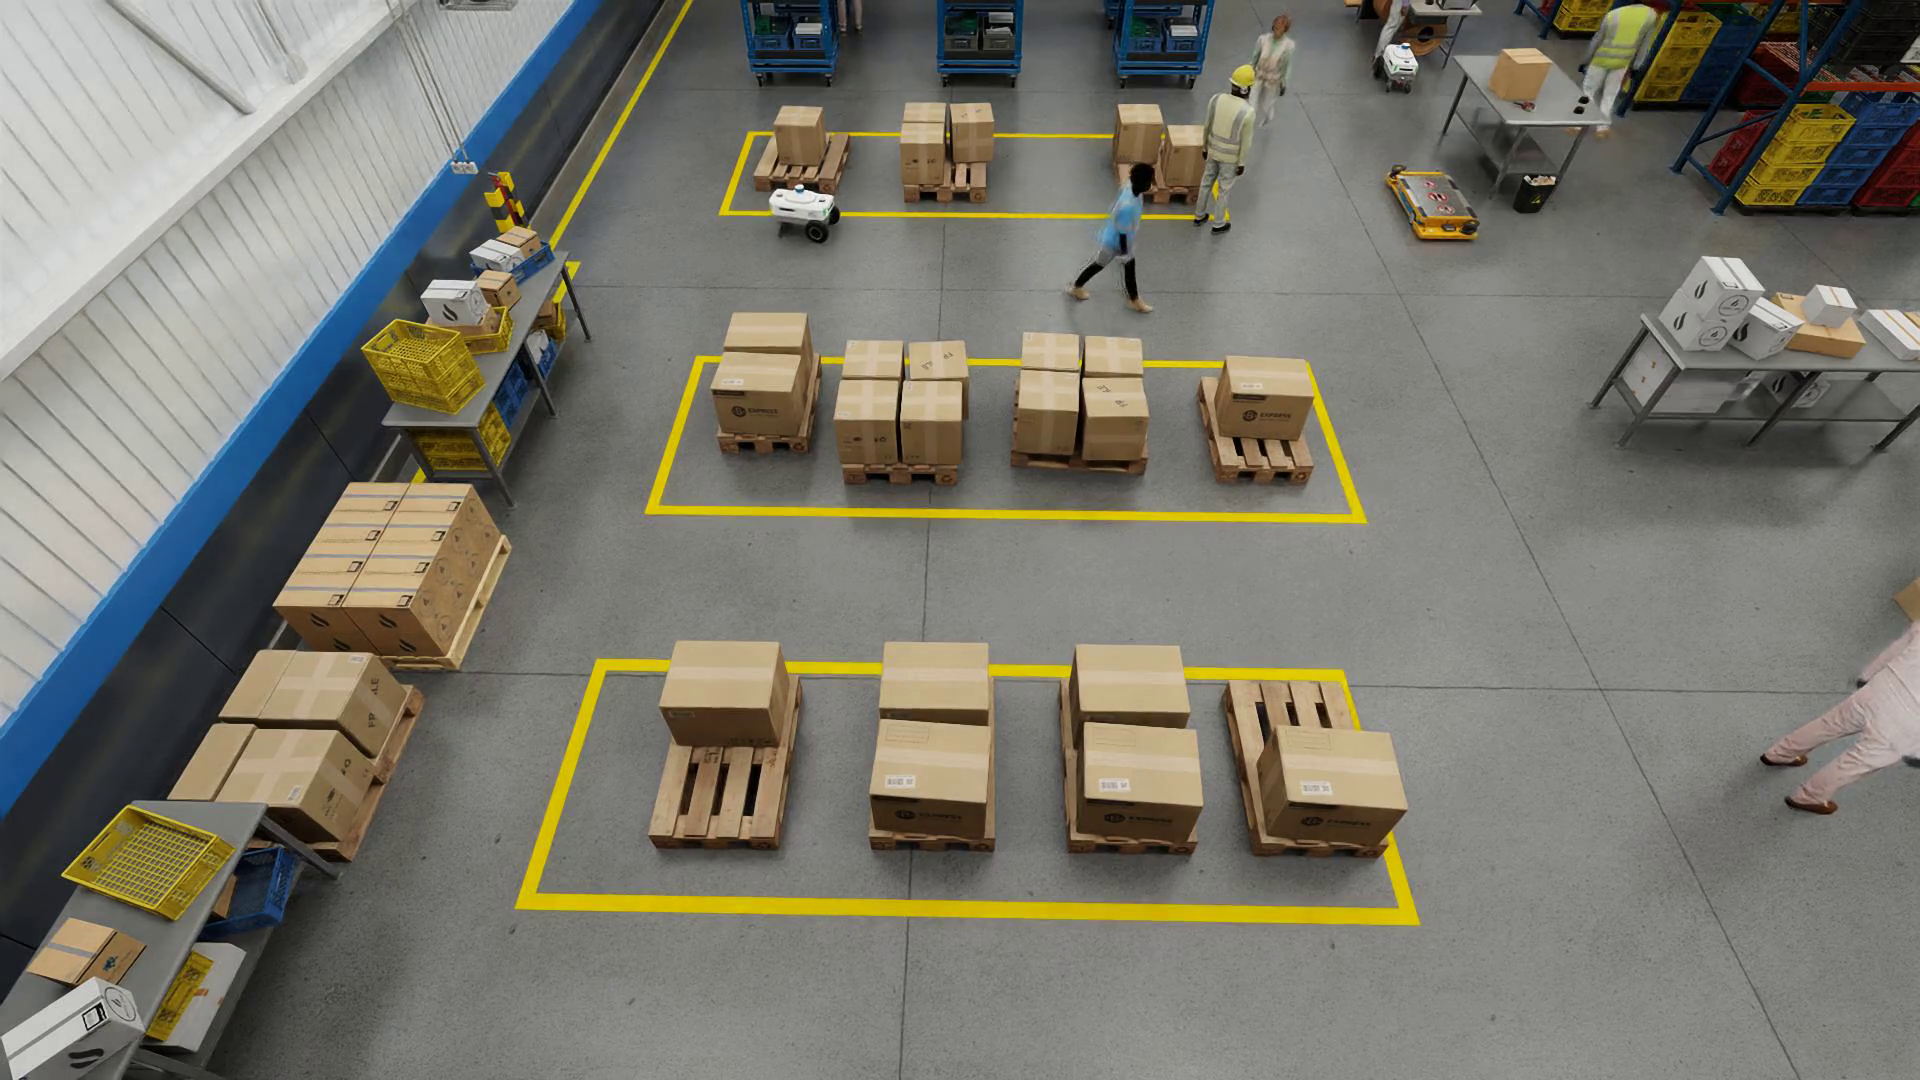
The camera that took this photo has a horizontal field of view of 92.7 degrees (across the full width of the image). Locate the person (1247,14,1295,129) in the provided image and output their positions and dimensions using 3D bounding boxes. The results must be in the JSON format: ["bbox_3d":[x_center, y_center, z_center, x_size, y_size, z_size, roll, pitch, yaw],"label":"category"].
[{"bbox_3d":[3.940,-5.893,11.730,0.535,1.613,0.629,26,54,20],"label":"person"}]

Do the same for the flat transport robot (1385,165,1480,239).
[{"bbox_3d":[5.692,-4.094,11.059,0.652,0.197,1.431,1,49,1],"label":"flat transport robot"}]

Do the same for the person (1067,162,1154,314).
[{"bbox_3d":[1.588,-3.057,9.268,0.944,1.629,0.528,19,52,16],"label":"person"}]

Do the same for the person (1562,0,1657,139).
[{"bbox_3d":[8.407,-6.168,11.850,0.703,1.803,0.471,9,50,8],"label":"person"}]

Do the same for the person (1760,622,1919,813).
[{"bbox_3d":[5.714,1.044,5.547,0.395,1.899,0.660,3,49,2],"label":"person"}]

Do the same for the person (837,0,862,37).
[{"bbox_3d":[-1.745,-8.818,14.028,0.631,1.980,0.412,-19,52,-16],"label":"person"}]

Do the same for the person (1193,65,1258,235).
[{"bbox_3d":[2.969,-4.340,10.248,0.404,1.828,0.592,-34,57,-26],"label":"person"}]

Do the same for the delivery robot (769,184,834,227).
[{"bbox_3d":[-1.830,-3.873,10.621,0.707,0.478,0.477,11,50,9],"label":"delivery robot"}]

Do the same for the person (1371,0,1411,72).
[{"bbox_3d":[6.400,-7.827,13.205,0.372,1.930,0.626,14,51,12],"label":"person"}]

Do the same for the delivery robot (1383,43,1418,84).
[{"bbox_3d":[6.372,-6.919,13.258,0.477,0.478,0.707,5,49,4],"label":"delivery robot"}]
